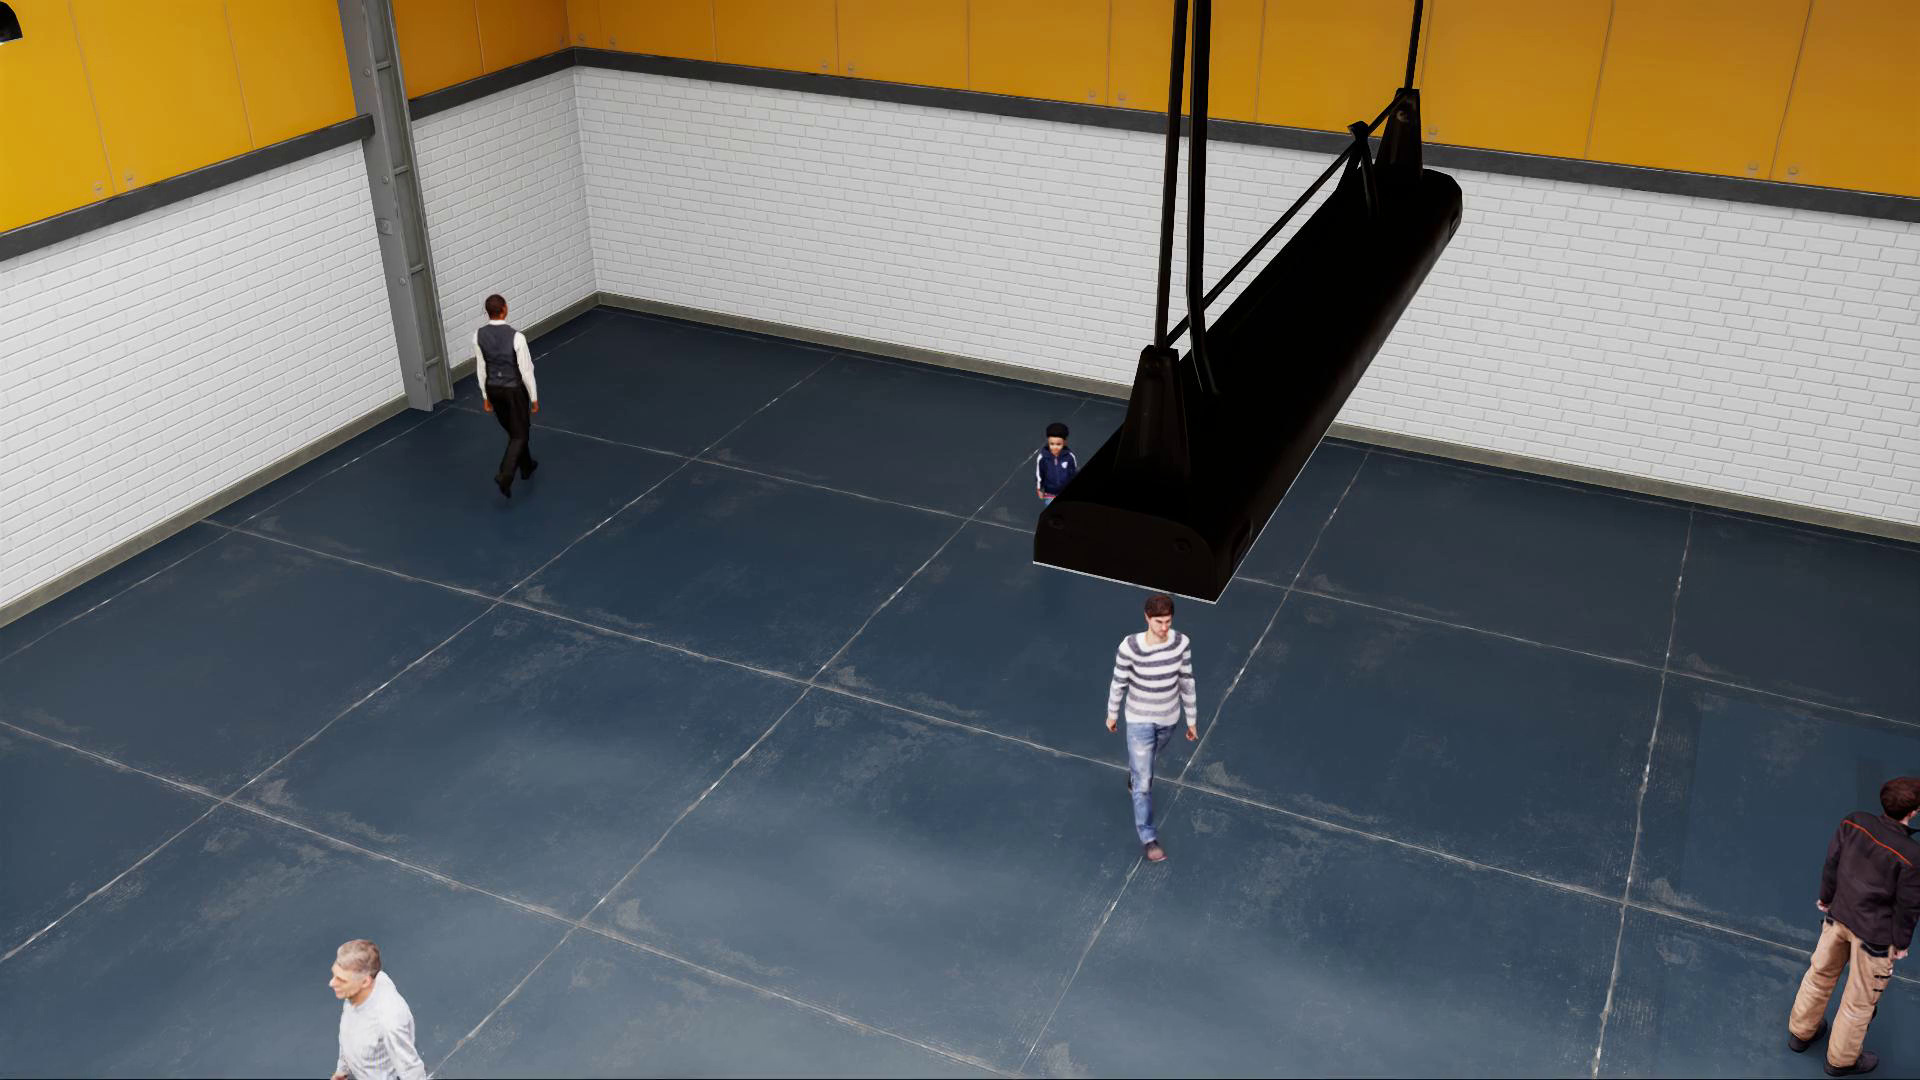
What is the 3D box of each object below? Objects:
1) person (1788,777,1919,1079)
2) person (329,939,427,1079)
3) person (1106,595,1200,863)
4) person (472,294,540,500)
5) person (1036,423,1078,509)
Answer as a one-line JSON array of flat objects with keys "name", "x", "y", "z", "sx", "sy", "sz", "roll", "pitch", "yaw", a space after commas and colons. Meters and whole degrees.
[{"name": "person", "x": 4.916, "y": 2.090, "z": 9.059, "sx": 0.824, "sy": 1.924, "sz": 0.793, "roll": -14, "pitch": 31, "yaw": -23}, {"name": "person", "x": -2.730, "y": 2.641, "z": 8.216, "sx": 1.265, "sy": 1.764, "sz": 1.038, "roll": -19, "pitch": 34, "yaw": -31}, {"name": "person", "x": 1.235, "y": 1.122, "z": 10.964, "sx": 1.160, "sy": 1.799, "sz": 1.273, "roll": -8, "pitch": 30, "yaw": -14}, {"name": "person", "x": -4.195, "y": -1.302, "z": 15.312, "sx": 0.891, "sy": 1.891, "sz": 1.241, "roll": 5, "pitch": 29, "yaw": 10}, {"name": "person", "x": 0.864, "y": -0.466, "z": 14.507, "sx": 0.701, "sy": 1.194, "sz": 0.899, "roll": 2, "pitch": 29, "yaw": 4}]
